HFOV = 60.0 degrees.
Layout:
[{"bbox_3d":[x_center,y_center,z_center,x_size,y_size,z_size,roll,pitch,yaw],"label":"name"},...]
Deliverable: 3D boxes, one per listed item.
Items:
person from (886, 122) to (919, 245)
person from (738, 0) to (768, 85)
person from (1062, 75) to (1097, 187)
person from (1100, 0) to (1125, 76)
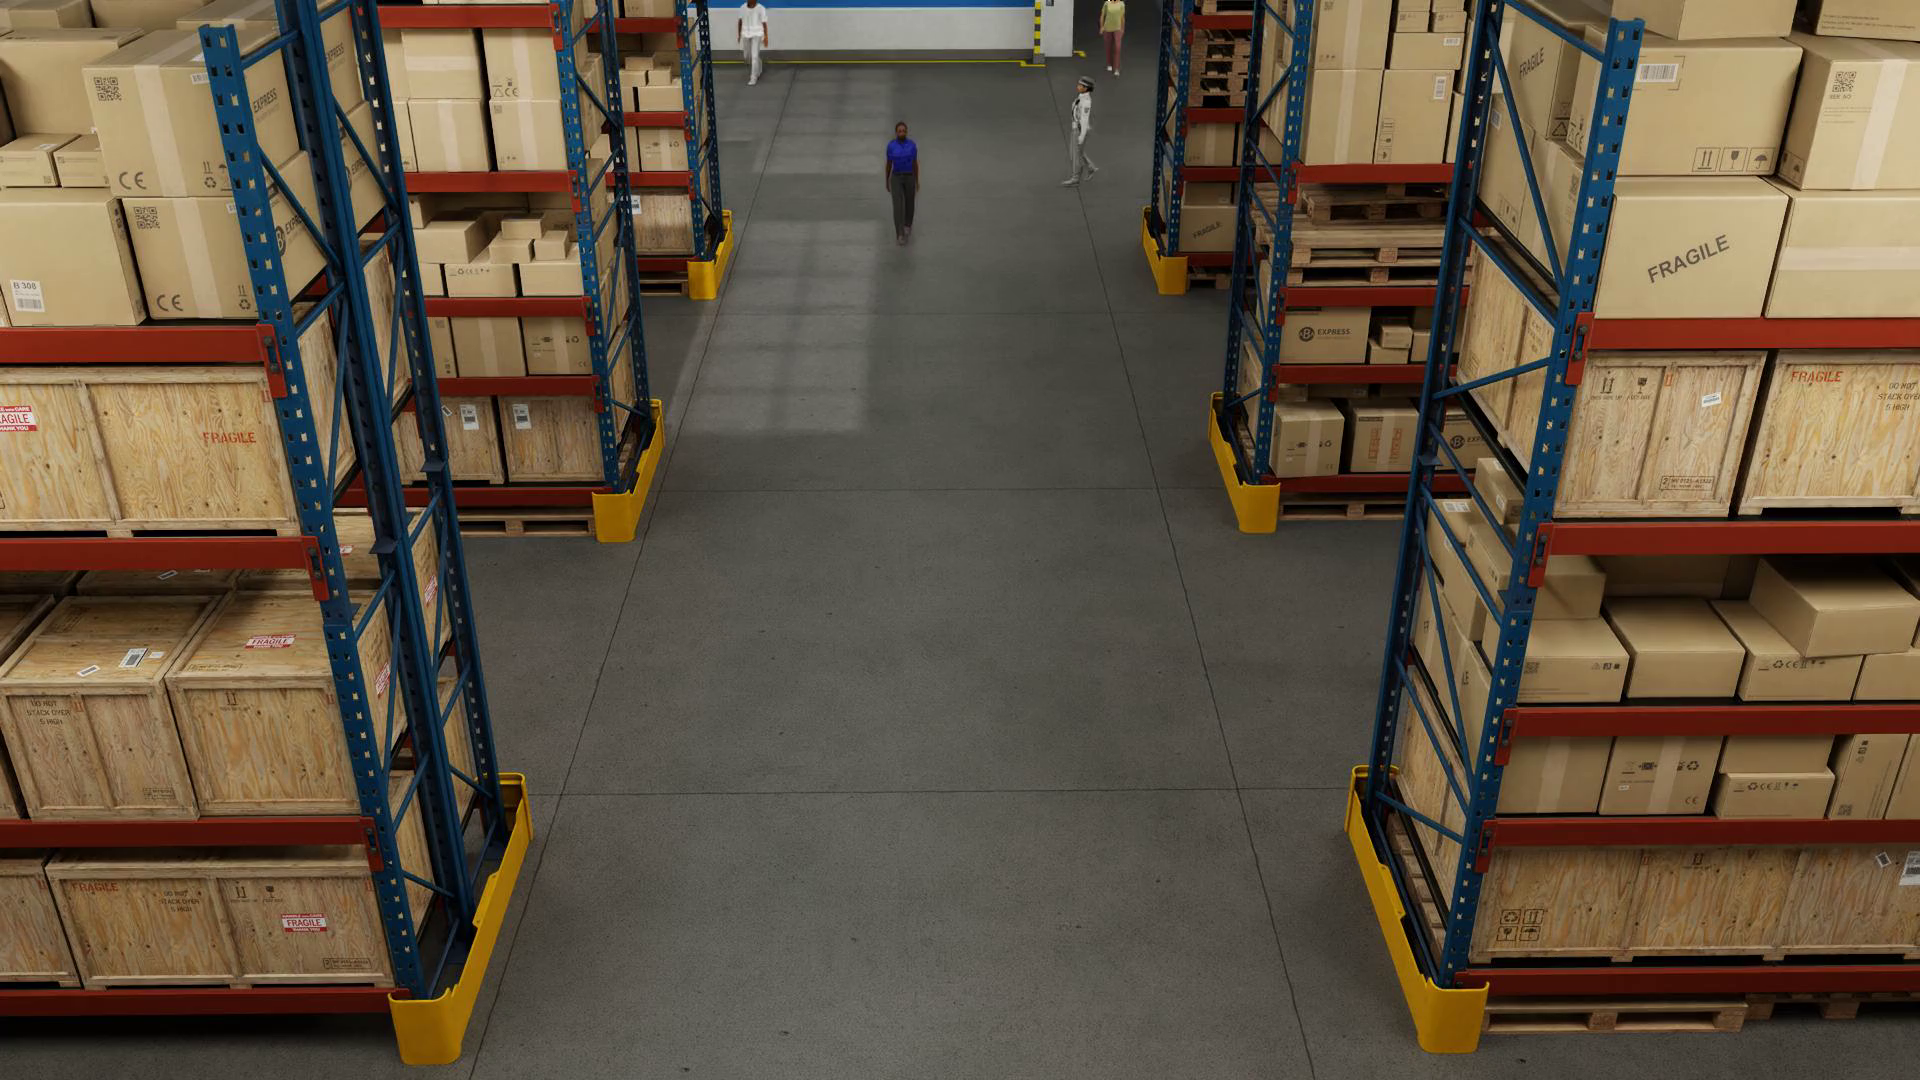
[{"bbox_3d":[-0.807,-5.043,23.417,0.462,1.668,0.712,-6,29,-10],"label":"person"},{"bbox_3d":[-3.975,-9.701,31.966,0.611,1.753,0.828,11,30,19],"label":"person"},{"bbox_3d":[1.881,-6.338,25.757,0.572,1.695,0.487,-1,28,-2],"label":"person"},{"bbox_3d":[2.971,-9.964,32.562,0.469,1.643,0.905,4,29,8],"label":"person"}]
